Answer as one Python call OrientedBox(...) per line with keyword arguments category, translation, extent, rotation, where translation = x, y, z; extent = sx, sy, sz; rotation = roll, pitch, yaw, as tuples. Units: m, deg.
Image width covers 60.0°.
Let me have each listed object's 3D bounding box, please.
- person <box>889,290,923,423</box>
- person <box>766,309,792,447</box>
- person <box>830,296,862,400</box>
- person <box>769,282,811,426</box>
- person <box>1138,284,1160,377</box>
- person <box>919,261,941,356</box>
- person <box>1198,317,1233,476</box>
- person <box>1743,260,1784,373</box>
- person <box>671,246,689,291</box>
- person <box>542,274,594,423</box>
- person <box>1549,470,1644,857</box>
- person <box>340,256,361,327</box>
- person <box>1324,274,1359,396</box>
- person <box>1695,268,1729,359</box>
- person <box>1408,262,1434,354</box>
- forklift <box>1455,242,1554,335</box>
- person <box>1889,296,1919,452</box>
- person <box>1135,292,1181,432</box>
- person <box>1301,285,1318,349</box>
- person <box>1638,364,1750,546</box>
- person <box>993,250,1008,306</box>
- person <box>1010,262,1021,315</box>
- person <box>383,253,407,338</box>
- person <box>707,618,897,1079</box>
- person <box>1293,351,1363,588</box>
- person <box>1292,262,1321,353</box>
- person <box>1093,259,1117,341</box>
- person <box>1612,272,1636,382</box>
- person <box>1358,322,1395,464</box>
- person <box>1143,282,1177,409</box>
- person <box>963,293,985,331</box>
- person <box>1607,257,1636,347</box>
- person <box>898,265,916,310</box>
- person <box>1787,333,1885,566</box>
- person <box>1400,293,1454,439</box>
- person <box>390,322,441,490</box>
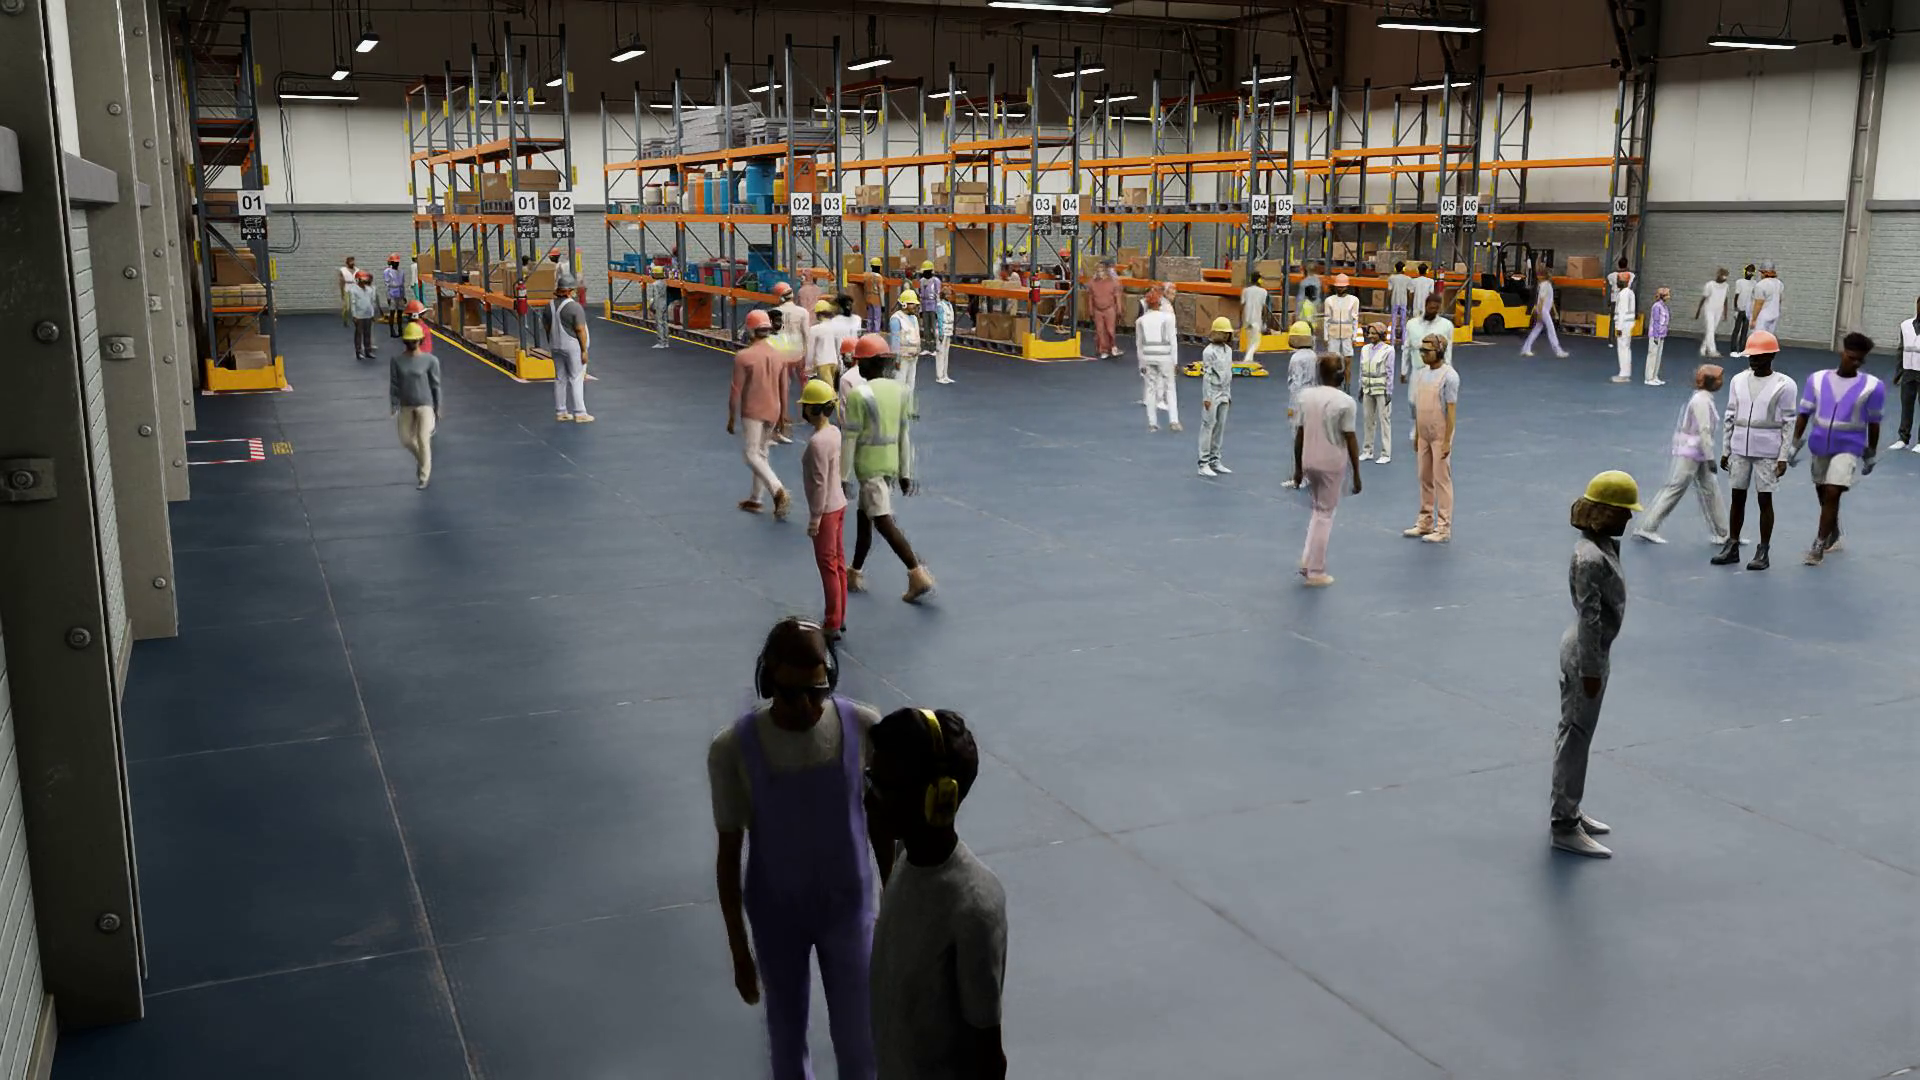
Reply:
OrientedBox(category="person", translation=(-0.738, -2.533, 22.970), extent=(0.403, 1.824, 0.591), rotation=(6, 13, 29))
OrientedBox(category="person", translation=(-2.298, -2.013, 20.637), extent=(0.318, 1.699, 0.535), rotation=(7, 13, 30))
OrientedBox(category="person", translation=(-1.667, -2.805, 24.756), extent=(0.548, 1.644, 0.891), rotation=(-6, 13, -28))
OrientedBox(category="person", translation=(-2.241, -2.511, 22.536), extent=(0.670, 1.946, 0.731), rotation=(3, 11, 14))
OrientedBox(category="person", translation=(3.379, -3.675, 29.240), extent=(0.513, 1.637, 0.313), rotation=(-1, 11, -4))
OrientedBox(category="person", translation=(-0.623, -4.684, 33.663), extent=(0.410, 1.918, 0.585), rotation=(-11, 15, -43))
OrientedBox(category="person", translation=(2.848, -1.581, 18.323), extent=(0.324, 1.743, 0.490), rotation=(10, 15, 41))
OrientedBox(category="person", translation=(14.355, -3.989, 29.804), extent=(0.689, 2.000, 0.539), rotation=(-6, 13, -30))
OrientedBox(category="person", translation=(-7.767, -7.101, 45.798), extent=(0.618, 1.976, 1.070), rotation=(-4, 12, -21))
OrientedBox(category="person", translation=(-5.374, -2.648, 22.989), extent=(0.688, 2.000, 0.539), rotation=(7, 13, 30))
OrientedBox(category="person", translation=(2.878, 0.545, 7.535), extent=(0.305, 1.739, 0.484), rotation=(4, 12, 21))
OrientedBox(category="person", translation=(-15.224, -6.191, 41.551), extent=(0.580, 1.820, 0.803), rotation=(-11, 15, -43))
OrientedBox(category="person", translation=(5.998, -3.226, 26.228), extent=(0.539, 1.929, 0.385), rotation=(4, 12, 17))
OrientedBox(category="person", translation=(15.001, -4.514, 33.140), extent=(0.592, 1.783, 0.898), rotation=(-2, 11, -8))
OrientedBox(category="person", translation=(9.408, -4.716, 33.923), extent=(0.514, 1.876, 0.328), rotation=(4, 12, 20))
OrientedBox(category="forklift", translation=(13.047, -6.049, 39.881), extent=(2.313, 2.155, 1.214), rotation=(-5, 12, -23))
OrientedBox(category="person", translation=(11.632, -2.022, 20.147), extent=(0.397, 1.911, 0.588), rotation=(-6, 13, -28))
OrientedBox(category="person", translation=(2.607, -2.350, 22.000), extent=(0.662, 1.838, 0.486), rotation=(6, 13, 27))
OrientedBox(category="person", translation=(5.945, -3.530, 28.443), extent=(0.349, 1.663, 0.622), rotation=(2, 11, 11))
OrientedBox(category="person", translation=(6.374, -0.728, 14.405), extent=(0.888, 1.588, 0.517), rotation=(6, 13, 28))
OrientedBox(category="person", translation=(1.318, -8.098, 51.258), extent=(0.438, 1.815, 0.603), rotation=(6, 12, 26))
OrientedBox(category="person", translation=(1.424, -6.251, 42.332), extent=(0.278, 1.634, 0.499), rotation=(-2, 11, -8))
OrientedBox(category="person", translation=(-13.078, -5.668, 38.601), extent=(0.354, 1.939, 0.544), rotation=(7, 13, 31))
OrientedBox(category="person", translation=(-0.394, 1.097, 4.587), extent=(0.567, 1.794, 0.849), rotation=(-2, 11, -11))
OrientedBox(category="person", translation=(2.837, -0.533, 12.774), extent=(0.469, 1.825, 0.521), rotation=(-9, 14, -37))
OrientedBox(category="person", translation=(6.729, -4.409, 32.214), extent=(0.401, 1.934, 0.650), rotation=(10, 15, 40))
OrientedBox(category="person", translation=(3.252, -5.419, 37.578), extent=(0.621, 1.845, 0.429), rotation=(-5, 12, -24))
OrientedBox(category="person", translation=(11.385, -3.651, 28.533), extent=(0.377, 1.875, 0.624), rotation=(8, 13, 34))
OrientedBox(category="person", translation=(4.808, -1.696, 19.208), extent=(0.318, 1.630, 0.513), rotation=(-7, 13, -32))
OrientedBox(category="person", translation=(2.975, -2.881, 24.650), extent=(0.413, 1.873, 0.821), rotation=(-2, 11, -10))
OrientedBox(category="person", translation=(0.358, -6.016, 40.636), extent=(0.549, 1.833, 0.748), rotation=(1, 11, 7))
OrientedBox(category="person", translation=(14.224, -5.111, 35.815), extent=(0.593, 1.920, 0.391), rotation=(7, 13, 30))
OrientedBox(category="person", translation=(-1.045, -4.555, 33.176), extent=(0.381, 1.844, 0.566), rotation=(0, 11, 1))
OrientedBox(category="person", translation=(7.309, -0.779, 13.831), extent=(0.978, 1.912, 0.632), rotation=(-10, 15, -42))
OrientedBox(category="person", translation=(5.800, -2.128, 20.728), extent=(0.622, 1.888, 0.592), rotation=(6, 13, 27))
OrientedBox(category="person", translation=(-5.699, -1.423, 17.488), extent=(0.540, 1.751, 0.530), rotation=(1, 11, 3))
